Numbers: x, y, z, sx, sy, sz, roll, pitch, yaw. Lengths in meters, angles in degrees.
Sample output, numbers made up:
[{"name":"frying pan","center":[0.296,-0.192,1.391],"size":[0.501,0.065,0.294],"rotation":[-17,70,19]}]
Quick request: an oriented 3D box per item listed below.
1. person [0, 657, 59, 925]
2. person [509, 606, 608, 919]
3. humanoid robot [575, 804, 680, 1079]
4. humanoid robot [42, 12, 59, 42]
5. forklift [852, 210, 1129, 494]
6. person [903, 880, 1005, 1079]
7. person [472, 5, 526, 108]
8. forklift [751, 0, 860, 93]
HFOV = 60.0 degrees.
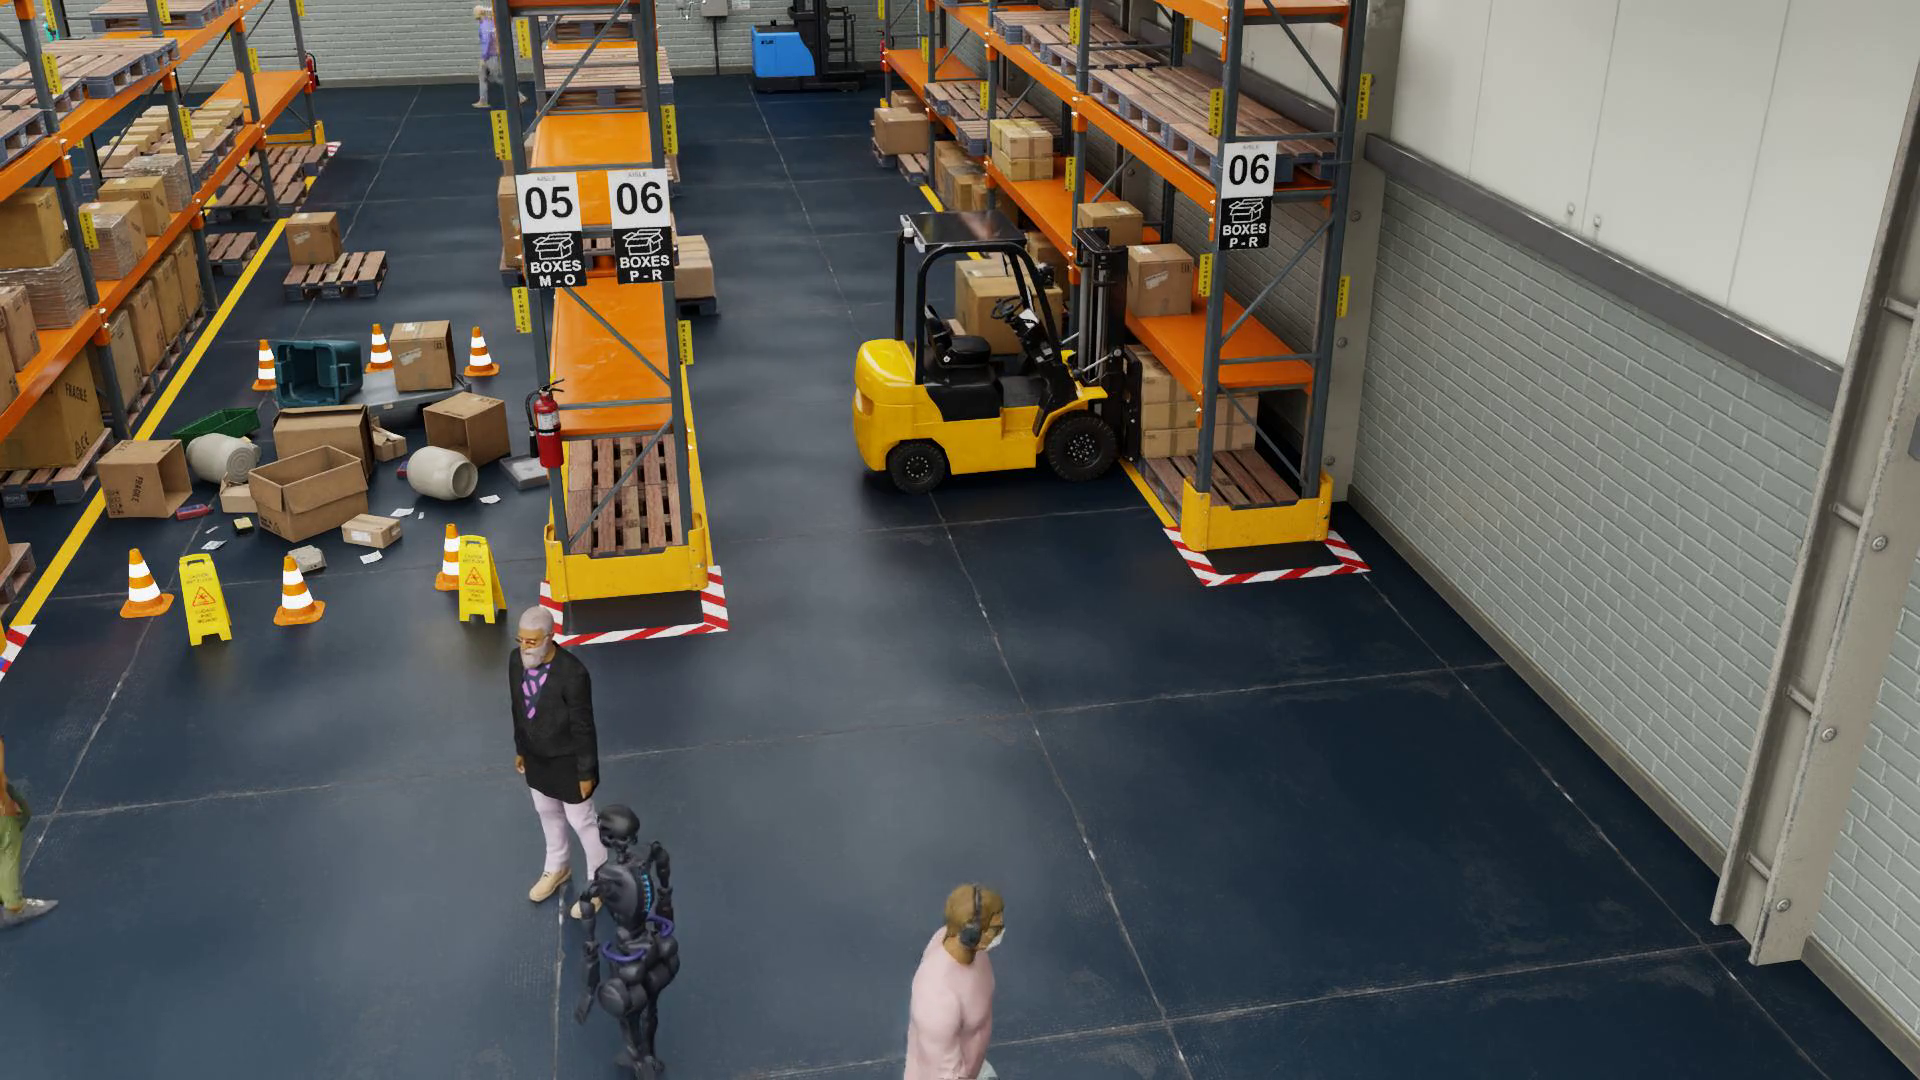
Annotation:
[{"name":"person","center":[-5.103,1.292,8.782],"size":[0.413,1.698,0.469],"rotation":[-22,33,-38]},{"name":"person","center":[-2.141,1.163,8.889],"size":[0.543,1.850,0.409],"rotation":[15,29,28]},{"name":"humanoid robot","center":[-1.502,1.916,7.554],"size":[0.566,1.644,0.587],"rotation":[16,30,30]},{"name":"humanoid robot","center":[-14.932,-8.032,28.167],"size":[0.808,1.788,0.597],"rotation":[-15,30,-29]},{"name":"forklift","center":[0.216,-1.659,14.366],"size":[2.313,2.155,1.214],"rotation":[-5,26,-10]},{"name":"person","center":[-0.072,2.182,6.730],"size":[1.033,1.882,0.656],"rotation":[8,27,16]},{"name":"person","center":[-8.091,-8.398,28.911],"size":[0.909,1.755,0.598],"rotation":[-6,26,-12]},{"name":"forklift","center":[-2.872,-9.679,30.288],"size":[1.873,2.768,1.129],"rotation":[-5,26,-10]}]
